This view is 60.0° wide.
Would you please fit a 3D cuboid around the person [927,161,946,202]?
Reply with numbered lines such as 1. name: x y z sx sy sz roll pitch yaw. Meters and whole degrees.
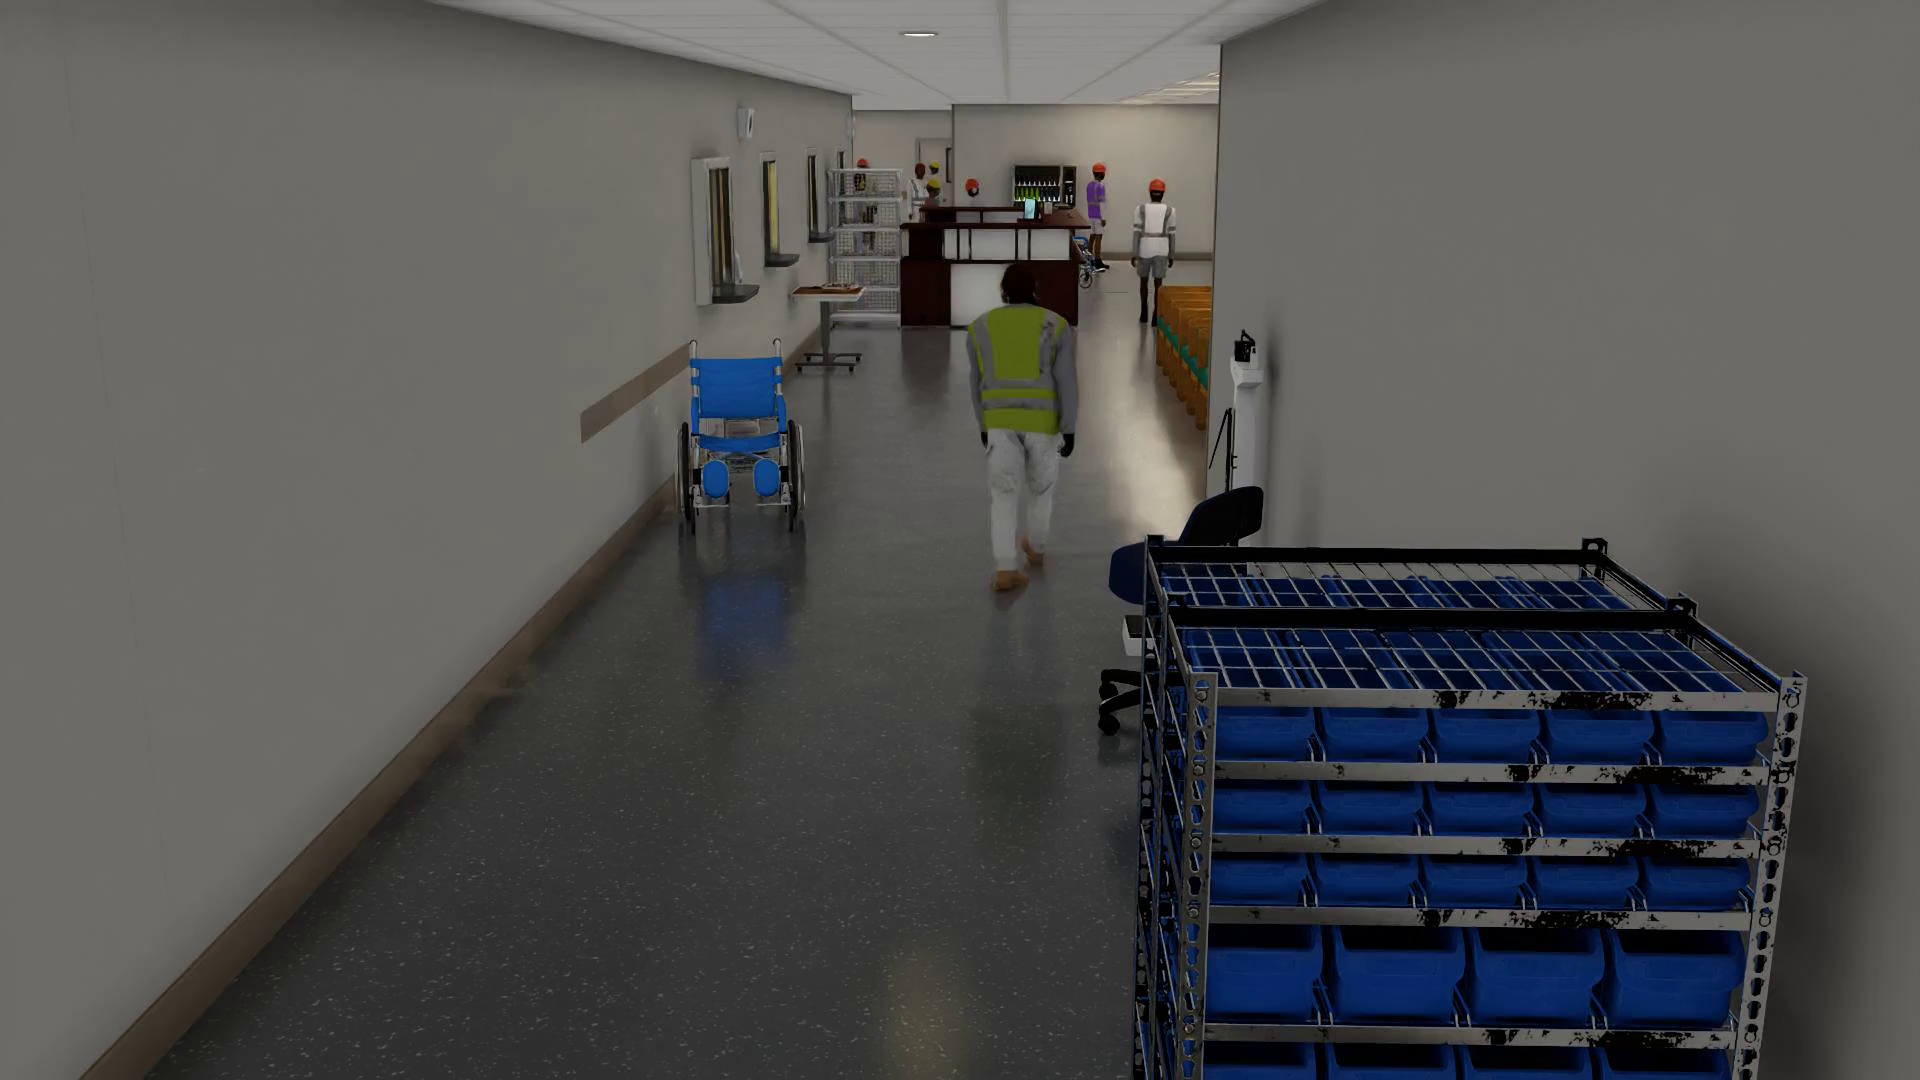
1. person: -0.616 -8.540 41.473 0.399 1.761 0.544 -8 16 -29

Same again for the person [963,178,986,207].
1. person: 0.286 -5.244 28.166 0.453 1.721 0.600 4 14 16

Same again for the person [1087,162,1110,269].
1. person: 2.550 -5.991 30.755 0.357 1.938 0.542 -6 15 -25

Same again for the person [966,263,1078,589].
1. person: 0.351 -0.651 9.403 0.643 1.795 0.903 3 14 11

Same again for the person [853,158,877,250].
1. person: -2.054 -7.232 35.791 0.623 1.950 1.013 -4 14 -14

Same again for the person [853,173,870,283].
1. person: -1.616 -4.883 26.424 0.324 1.862 0.512 -12 18 -39

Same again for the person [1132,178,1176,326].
1. person: 2.554 -3.787 21.895 0.560 1.894 0.855 2 14 7

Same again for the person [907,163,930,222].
1. person: -0.809 -6.640 33.524 0.568 1.878 0.351 -10 17 -34
